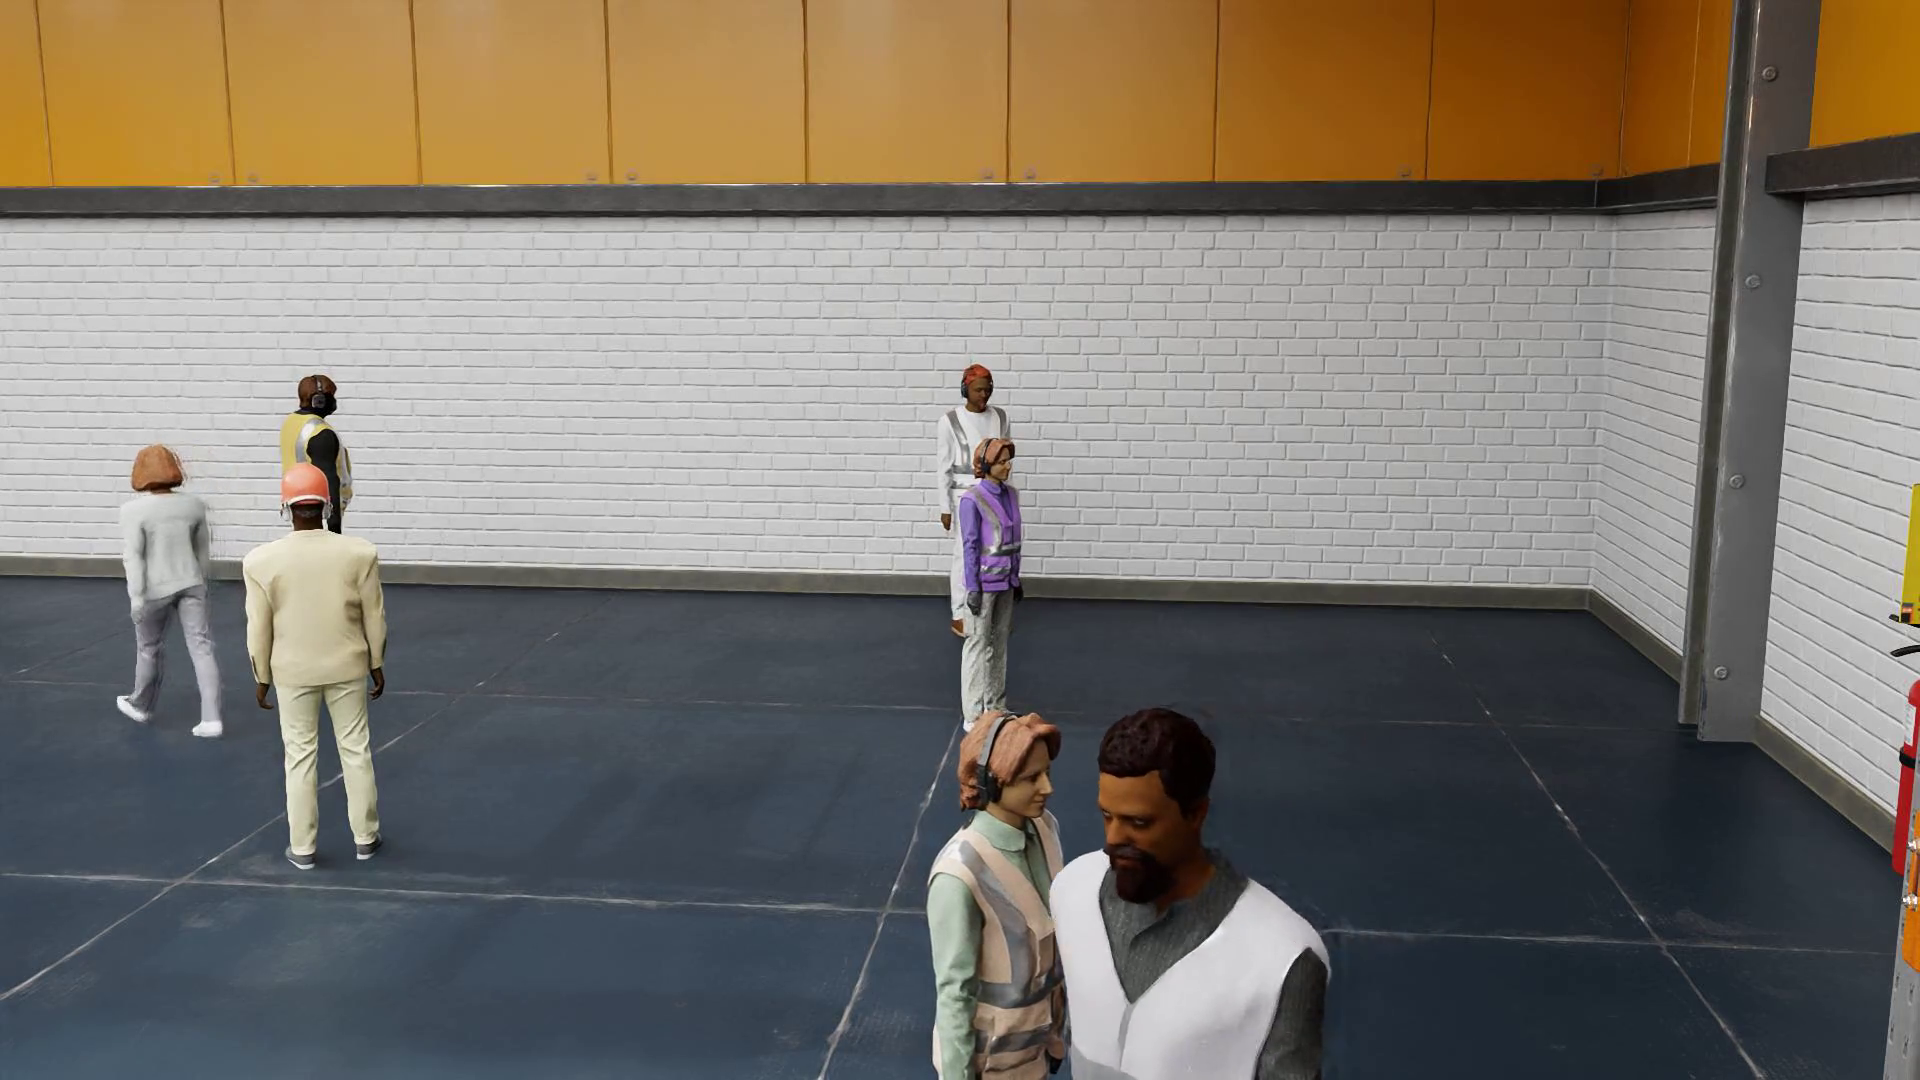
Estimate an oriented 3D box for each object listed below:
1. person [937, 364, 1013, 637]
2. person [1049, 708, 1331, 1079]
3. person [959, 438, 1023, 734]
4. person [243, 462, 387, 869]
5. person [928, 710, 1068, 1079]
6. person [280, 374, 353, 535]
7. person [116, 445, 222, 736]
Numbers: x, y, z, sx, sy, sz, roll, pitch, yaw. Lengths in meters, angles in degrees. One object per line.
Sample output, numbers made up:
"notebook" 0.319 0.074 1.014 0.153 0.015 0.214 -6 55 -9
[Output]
"person" 0.111 -0.267 11.418 0.583 1.878 0.365 -6 12 -31
"person" 0.449 1.194 3.076 0.601 1.882 0.960 9 13 42
"person" 0.173 0.255 9.098 0.307 1.640 0.519 6 12 31
"person" -2.755 0.536 7.156 0.563 1.754 0.321 -5 11 -26
"person" 0.092 1.183 3.789 0.309 1.639 0.523 5 11 26
"person" -4.258 -0.183 11.072 0.431 1.836 0.618 -9 13 -41
"person" -4.355 0.274 9.115 0.872 1.582 0.521 7 12 35
